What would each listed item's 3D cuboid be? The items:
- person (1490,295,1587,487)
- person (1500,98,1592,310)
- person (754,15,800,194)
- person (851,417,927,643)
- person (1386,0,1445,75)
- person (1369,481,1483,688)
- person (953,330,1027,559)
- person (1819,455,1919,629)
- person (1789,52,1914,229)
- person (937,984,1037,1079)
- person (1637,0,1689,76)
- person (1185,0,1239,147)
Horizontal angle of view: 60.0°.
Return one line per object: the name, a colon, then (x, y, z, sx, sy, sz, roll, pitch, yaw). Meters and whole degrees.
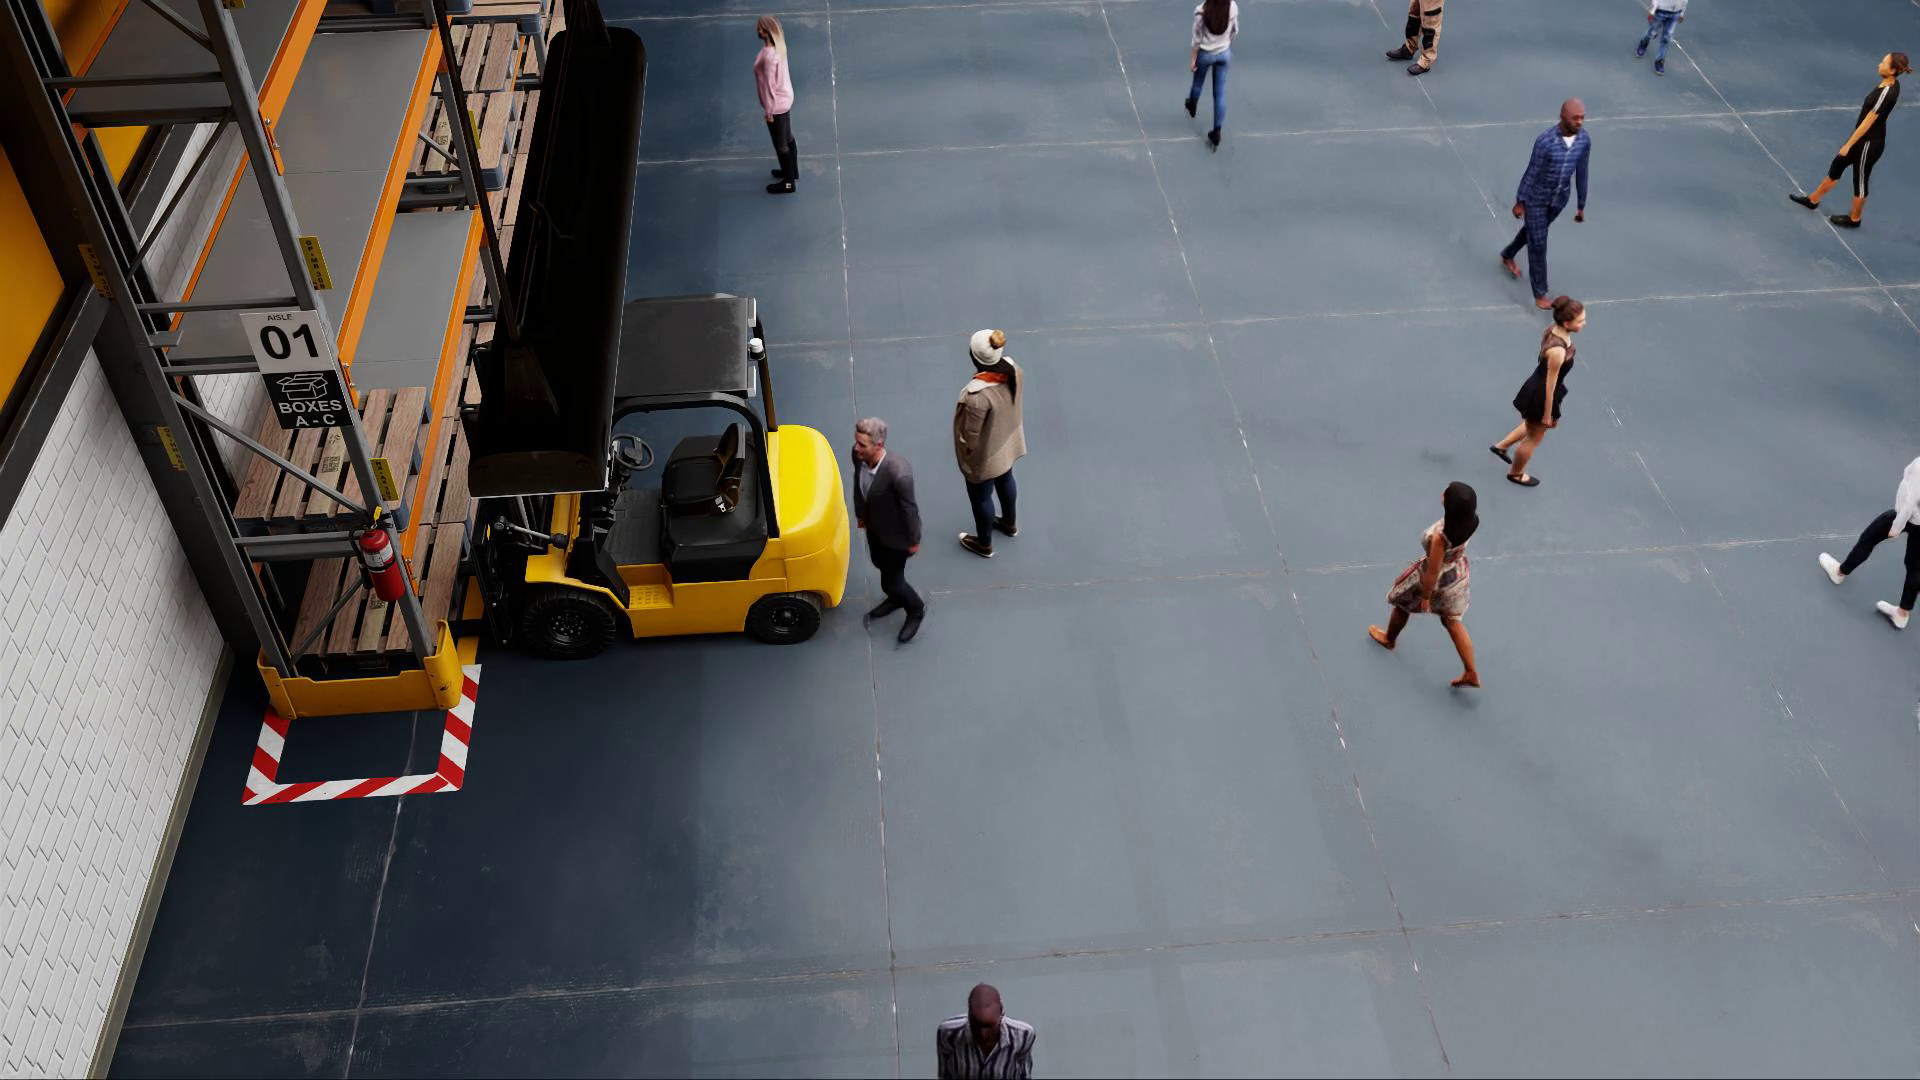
person: (4.146, -1.079, 12.050, 0.767, 1.666, 0.704, 13, 45, 13)
person: (4.842, -2.883, 13.873, 0.870, 1.763, 1.226, -13, 45, -13)
person: (-1.640, -3.962, 15.062, 0.689, 1.685, 0.533, 4, 44, 4)
person: (-0.446, -0.109, 10.921, 0.897, 1.818, 0.806, -32, 52, -29)
person: (4.720, -5.610, 16.676, 0.845, 1.845, 0.737, -15, 46, -15)
person: (3.137, 0.304, 10.638, 0.992, 1.611, 1.184, -28, 50, -26)
person: (0.222, -0.689, 11.476, 0.872, 1.892, 0.801, 25, 49, 24)
person: (6.388, -0.092, 11.012, 0.802, 1.668, 1.022, -12, 45, -12)
person: (8.034, -3.467, 14.570, 0.943, 1.646, 0.934, 21, 48, 21)
person: (0.102, 2.668, 8.022, 0.629, 1.795, 0.534, -1, 44, -2)
person: (7.207, -5.431, 16.918, 0.568, 1.251, 0.768, 4, 44, 4)
person: (2.422, -4.509, 15.708, 0.699, 1.586, 1.063, -8, 44, -8)
